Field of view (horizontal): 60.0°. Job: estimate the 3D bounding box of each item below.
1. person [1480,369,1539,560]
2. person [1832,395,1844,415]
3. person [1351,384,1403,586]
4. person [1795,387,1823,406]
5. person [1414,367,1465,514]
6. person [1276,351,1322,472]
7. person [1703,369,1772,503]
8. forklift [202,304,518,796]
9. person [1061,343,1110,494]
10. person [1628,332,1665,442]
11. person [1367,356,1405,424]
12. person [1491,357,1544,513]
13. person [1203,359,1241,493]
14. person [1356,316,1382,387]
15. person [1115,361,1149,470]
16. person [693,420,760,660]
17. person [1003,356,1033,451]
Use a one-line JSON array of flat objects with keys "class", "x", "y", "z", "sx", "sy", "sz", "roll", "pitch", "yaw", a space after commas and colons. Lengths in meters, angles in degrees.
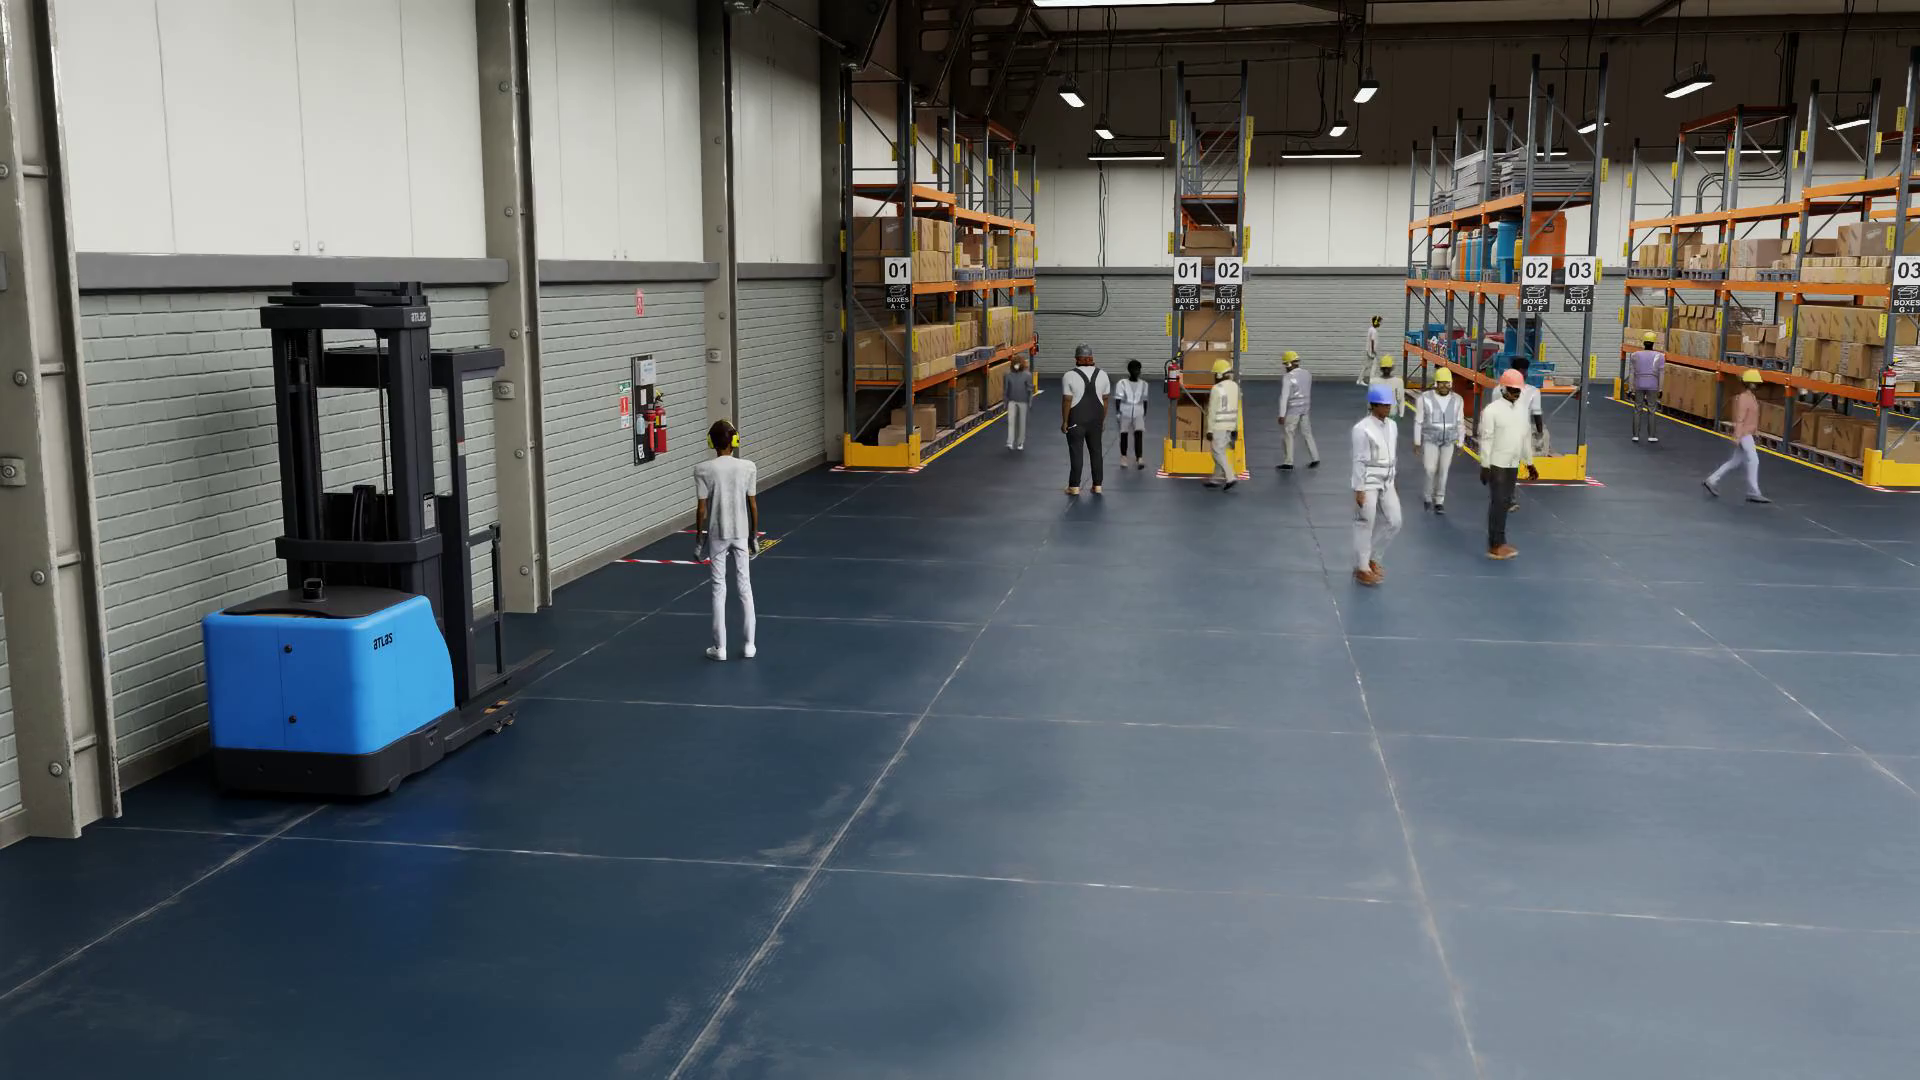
[{"class": "person", "x": 5.798, "y": -0.791, "z": 17.468, "sx": 0.655, "sy": 1.975, "sz": 0.625, "roll": -6, "pitch": 11, "yaw": -33}, {"class": "person", "x": 17.539, "y": -3.289, "z": 33.029, "sx": 0.548, "sy": 1.913, "sz": 0.664, "roll": 2, "pitch": 10, "yaw": 14}, {"class": "person", "x": 3.981, "y": -0.526, "z": 15.921, "sx": 0.649, "sy": 1.932, "sz": 0.443, "roll": -7, "pitch": 11, "yaw": -36}, {"class": "person", "x": 16.007, "y": -3.064, "z": 31.333, "sx": 0.635, "sy": 2.014, "sz": 0.666, "roll": 1, "pitch": 9, "yaw": 5}, {"class": "person", "x": 5.948, "y": -1.223, "z": 20.576, "sx": 0.619, "sy": 1.819, "sz": 0.497, "roll": 0, "pitch": 9, "yaw": -1}, {"class": "person", "x": 5.107, "y": -1.938, "z": 25.057, "sx": 0.761, "sy": 1.804, "sz": 0.541, "roll": -7, "pitch": 11, "yaw": -35}, {"class": "person", "x": 10.257, "y": -1.391, "z": 21.871, "sx": 0.827, "sy": 1.737, "sz": 0.517, "roll": 6, "pitch": 11, "yaw": 33}, {"class": "forklift", "x": -3.673, "y": -0.038, "z": 10.147, "sx": 1.129, "sy": 2.768, "sz": 1.873, "roll": 1, "pitch": 9, "yaw": 9}, {"class": "person", "x": 1.656, "y": -1.630, "z": 22.549, "sx": 0.683, "sy": 2.000, "sz": 0.536, "roll": -3, "pitch": 10, "yaw": -19}, {"class": "person", "x": 12.094, "y": -2.693, "z": 29.321, "sx": 0.587, "sy": 1.928, "sz": 0.381, "roll": 6, "pitch": 11, "yaw": 31}, {"class": "person", "x": 6.456, "y": -1.925, "z": 25.217, "sx": 0.540, "sy": 1.714, "sz": 0.904, "roll": 2, "pitch": 9, "yaw": 13}, {"class": "person", "x": 6.948, "y": -1.291, "z": 20.681, "sx": 0.643, "sy": 1.915, "sz": 0.929, "roll": 0, "pitch": 9, "yaw": -2}, {"class": "person", "x": 3.578, "y": -1.559, "z": 22.698, "sx": 0.607, "sy": 1.828, "sz": 0.601, "roll": 8, "pitch": 13, "yaw": 42}, {"class": "person", "x": 10.610, "y": -4.857, "z": 43.005, "sx": 0.529, "sy": 1.831, "sz": 0.745, "roll": 1, "pitch": 9, "yaw": 3}, {"class": "person", "x": 2.603, "y": -1.891, "z": 25.220, "sx": 0.542, "sy": 1.643, "sz": 0.898, "roll": -1, "pitch": 9, "yaw": -5}, {"class": "person", "x": -1.813, "y": -0.002, "z": 12.925, "sx": 0.518, "sy": 1.865, "sz": 0.330, "roll": -3, "pitch": 10, "yaw": -19}, {"class": "person", "x": 0.955, "y": -2.273, "z": 27.741, "sx": 0.524, "sy": 1.582, "sz": 0.839, "roll": 2, "pitch": 9, "yaw": 10}]
